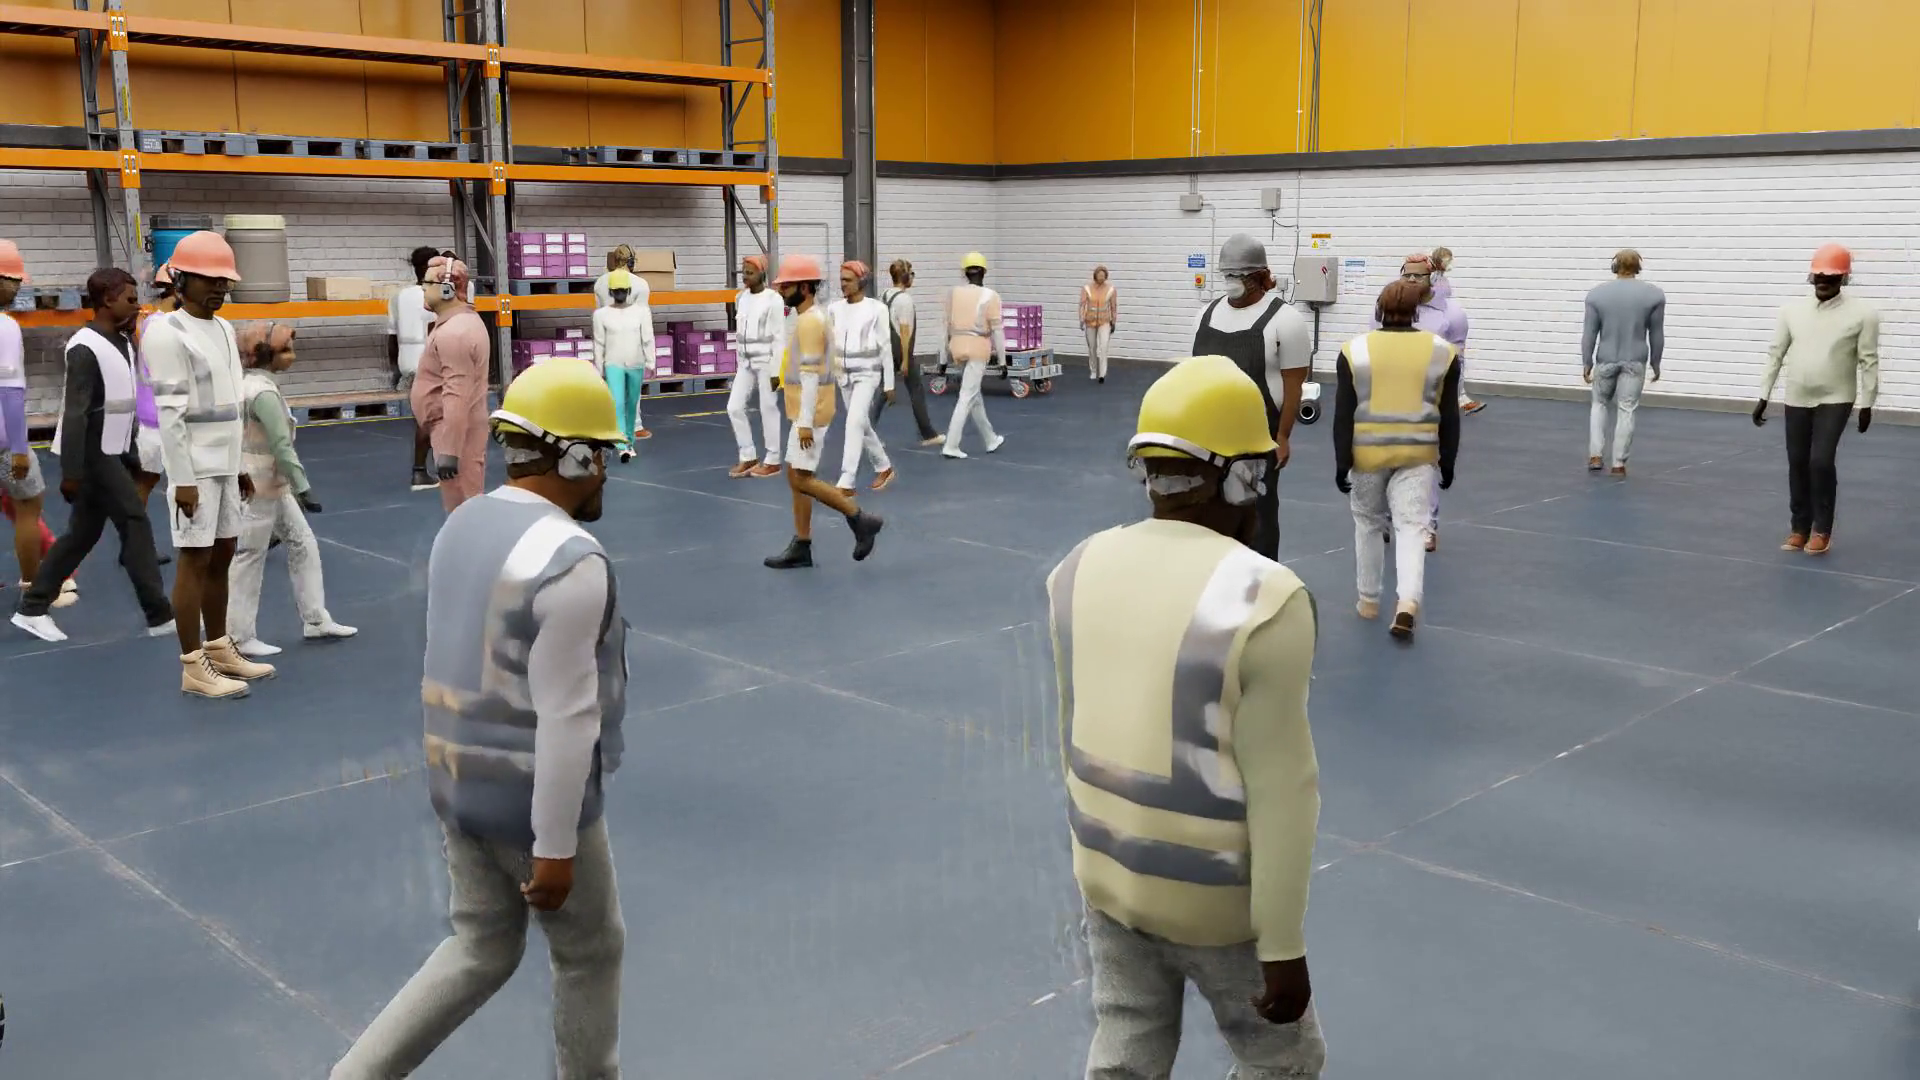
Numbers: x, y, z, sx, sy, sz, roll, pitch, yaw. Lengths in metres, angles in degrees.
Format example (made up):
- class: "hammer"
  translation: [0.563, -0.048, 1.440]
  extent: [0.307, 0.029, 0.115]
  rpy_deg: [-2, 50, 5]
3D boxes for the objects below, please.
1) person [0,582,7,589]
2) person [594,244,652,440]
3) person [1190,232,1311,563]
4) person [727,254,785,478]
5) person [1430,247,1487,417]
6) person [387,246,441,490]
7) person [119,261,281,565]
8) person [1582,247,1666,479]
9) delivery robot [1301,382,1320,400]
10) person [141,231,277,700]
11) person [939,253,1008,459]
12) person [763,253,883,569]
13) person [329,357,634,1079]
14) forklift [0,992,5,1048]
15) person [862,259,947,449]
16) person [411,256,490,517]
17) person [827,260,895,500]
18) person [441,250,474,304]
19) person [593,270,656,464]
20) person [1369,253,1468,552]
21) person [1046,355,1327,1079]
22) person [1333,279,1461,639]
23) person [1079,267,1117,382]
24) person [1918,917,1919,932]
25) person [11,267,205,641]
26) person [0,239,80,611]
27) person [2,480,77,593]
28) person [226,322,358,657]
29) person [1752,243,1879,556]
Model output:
- class: "person"
  translation: [-5.599, -0.505, 9.459]
  extent: [0.513, 1.620, 0.456]
  rpy_deg: [5, 12, 25]
- class: "person"
  translation: [-3.328, -1.954, 16.502]
  extent: [0.627, 1.936, 0.361]
  rpy_deg: [5, 11, 24]
- class: "person"
  translation: [1.454, -0.595, 8.790]
  extent: [0.681, 2.000, 0.538]
  rpy_deg: [8, 13, 37]
- class: "person"
  translation: [-1.718, -1.425, 13.787]
  extent: [0.622, 1.863, 0.608]
  rpy_deg: [9, 14, 40]
- class: "person"
  translation: [5.354, -2.304, 18.524]
  extent: [1.021, 1.882, 0.641]
  rpy_deg: [9, 13, 39]
- class: "person"
  translation: [-4.245, -1.404, 13.498]
  extent: [0.636, 1.925, 0.920]
  rpy_deg: [5, 11, 23]
- class: "person"
  translation: [-4.723, -0.759, 10.141]
  extent: [1.022, 1.862, 0.538]
  rpy_deg: [-1, 10, -8]
- class: "person"
  translation: [5.565, -1.488, 13.983]
  extent: [0.642, 1.917, 0.619]
  rpy_deg: [4, 11, 23]
- class: "delivery robot"
  translation: [3.546, -1.597, 18.052]
  extent: [0.707, 0.478, 0.477]
  rpy_deg: [2, 11, 13]
- class: "person"
  translation: [-3.293, -0.327, 7.335]
  extent: [0.394, 2.038, 0.605]
  rpy_deg: [0, 10, 3]
- class: "person"
  translation: [0.136, -1.680, 15.198]
  extent: [0.622, 1.856, 0.970]
  rpy_deg: [7, 13, 34]
- class: "person"
  translation: [-0.852, -0.763, 10.041]
  extent: [0.638, 1.922, 0.571]
  rpy_deg: [-1, 10, -8]
- class: "person"
  translation: [-1.001, 0.524, 3.428]
  extent: [0.773, 1.788, 0.599]
  rpy_deg: [-10, 14, -43]
- class: "forklift"
  translation: [-3.245, 0.323, 3.363]
  extent: [2.313, 2.155, 1.214]
  rpy_deg: [2, 11, 13]
- class: "person"
  translation: [-0.582, -1.744, 15.744]
  extent: [0.960, 1.806, 0.515]
  rpy_deg: [-8, 13, -36]
- class: "person"
  translation: [-2.673, -0.527, 8.773]
  extent: [0.408, 1.913, 0.641]
  rpy_deg: [-2, 11, -11]
- class: "person"
  translation: [-0.767, -1.247, 12.919]
  extent: [0.595, 1.841, 0.972]
  rpy_deg: [8, 13, 36]
- class: "person"
  translation: [-5.477, -2.185, 17.968]
  extent: [0.515, 1.861, 0.320]
  rpy_deg: [-2, 11, -13]
- class: "person"
  translation: [-2.999, -1.550, 14.916]
  extent: [0.529, 1.707, 0.951]
  rpy_deg: [-4, 11, -20]
- class: "person"
  translation: [2.904, -0.882, 10.720]
  extent: [0.643, 1.909, 0.410]
  rpy_deg: [5, 12, 25]
- class: "person"
  translation: [0.407, 0.585, 2.969]
  extent: [0.429, 1.812, 0.627]
  rpy_deg: [-8, 13, -37]
- class: "person"
  translation: [2.225, -0.421, 8.491]
  extent: [0.635, 1.809, 0.907]
  rpy_deg: [2, 11, 9]
- class: "person"
  translation: [1.914, -2.991, 23.099]
  extent: [0.515, 1.582, 0.899]
  rpy_deg: [1, 10, 7]
- class: "person"
  translation: [2.813, 0.380, 4.310]
  extent: [0.483, 1.734, 0.319]
  rpy_deg: [-1, 10, -5]
- class: "person"
  translation: [-4.335, -0.415, 8.293]
  extent: [0.921, 1.876, 0.595]
  rpy_deg: [-3, 11, -18]
- class: "person"
  translation: [-5.107, -0.556, 8.651]
  extent: [0.624, 2.013, 0.823]
  rpy_deg: [6, 12, 29]
- class: "person"
  translation: [-5.314, -0.467, 8.967]
  extent: [0.926, 1.710, 0.548]
  rpy_deg: [-7, 13, -35]
- class: "person"
  translation: [-3.233, -0.235, 7.984]
  extent: [0.733, 1.609, 0.519]
  rpy_deg: [-4, 11, -22]
- class: "person"
  translation: [5.402, -0.879, 10.526]
  extent: [0.573, 1.968, 0.638]
  rpy_deg: [-9, 14, -40]
